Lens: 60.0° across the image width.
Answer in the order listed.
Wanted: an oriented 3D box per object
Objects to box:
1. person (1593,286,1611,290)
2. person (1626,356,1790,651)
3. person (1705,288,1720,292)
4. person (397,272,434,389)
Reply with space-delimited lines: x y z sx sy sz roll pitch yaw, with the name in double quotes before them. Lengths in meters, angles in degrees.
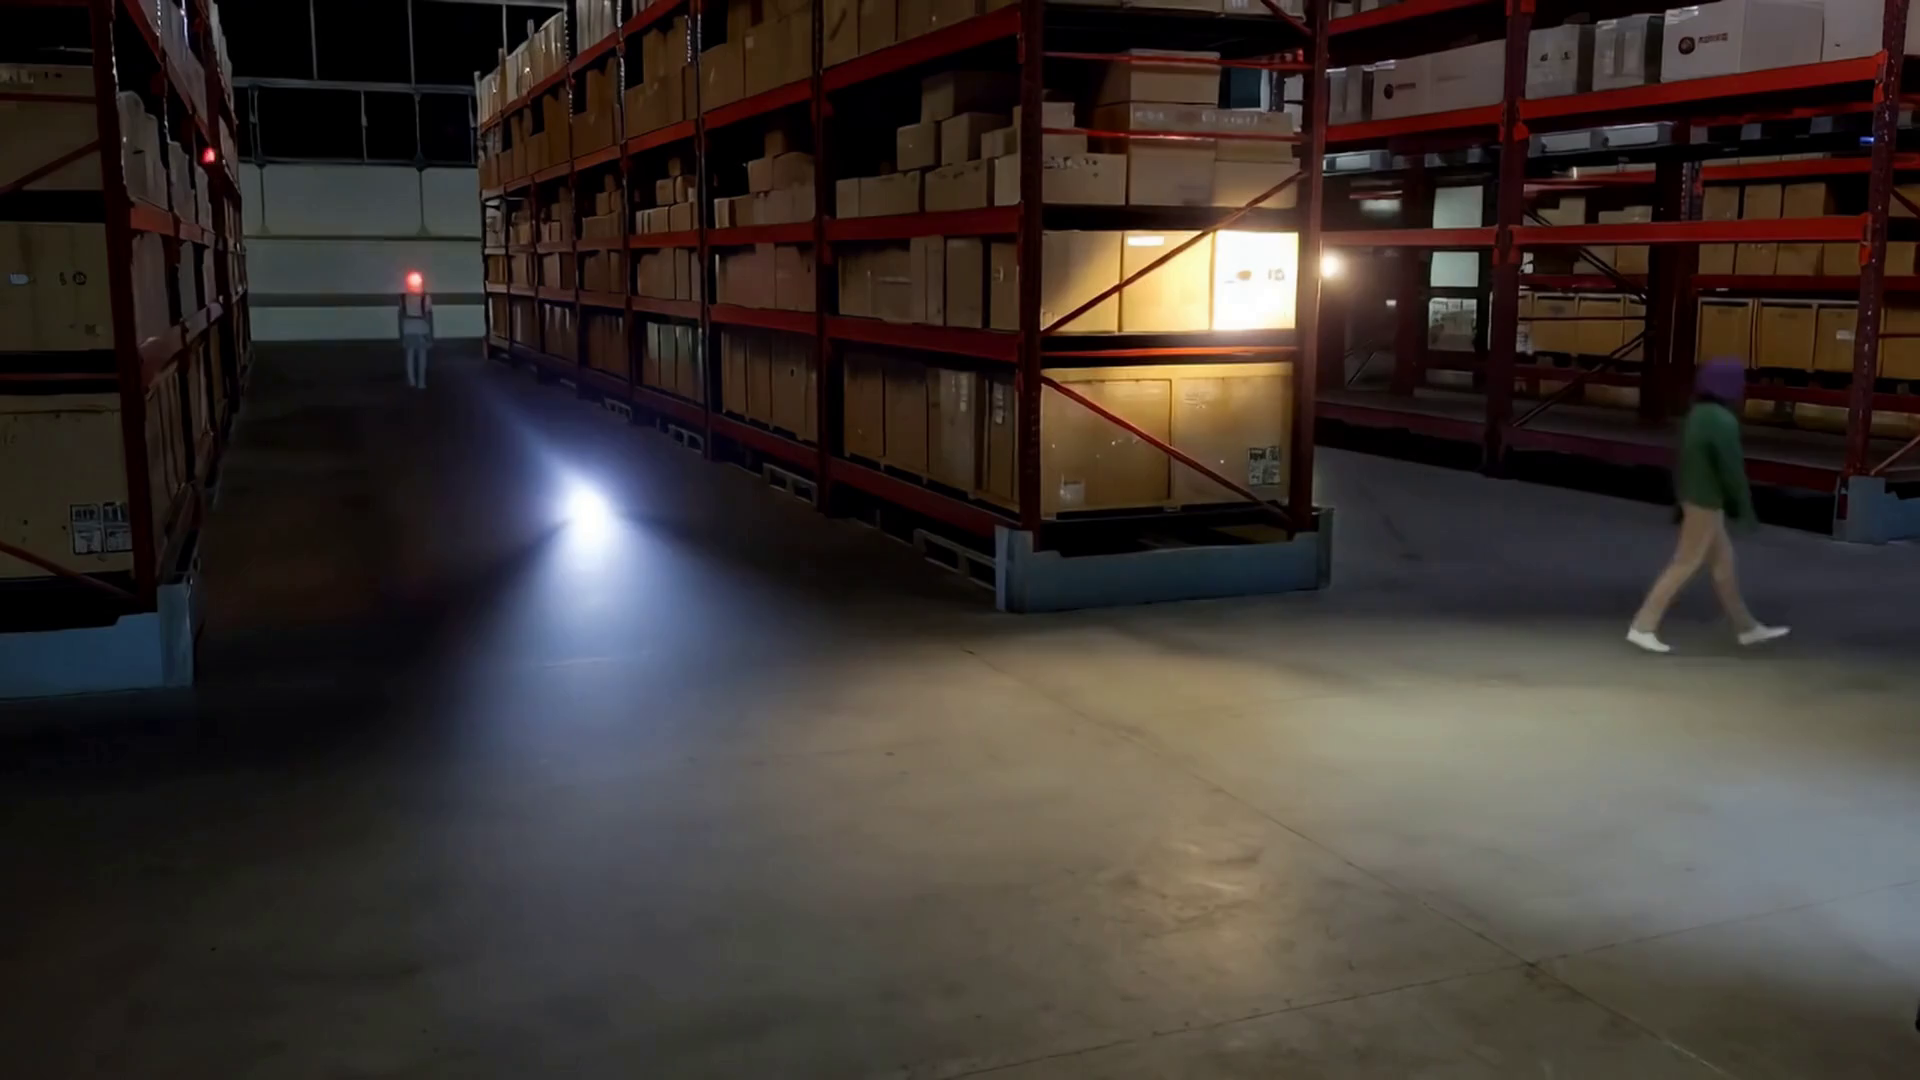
"person" 11.336 -3.859 29.700 0.616 1.977 0.601 7 12 35
"person" 3.975 -0.174 8.786 0.849 1.606 0.503 1 10 6
"person" 11.809 -3.194 26.353 0.532 1.750 0.487 -4 10 -21
"person" -8.947 -3.444 27.370 0.555 1.925 0.454 -2 10 -10
